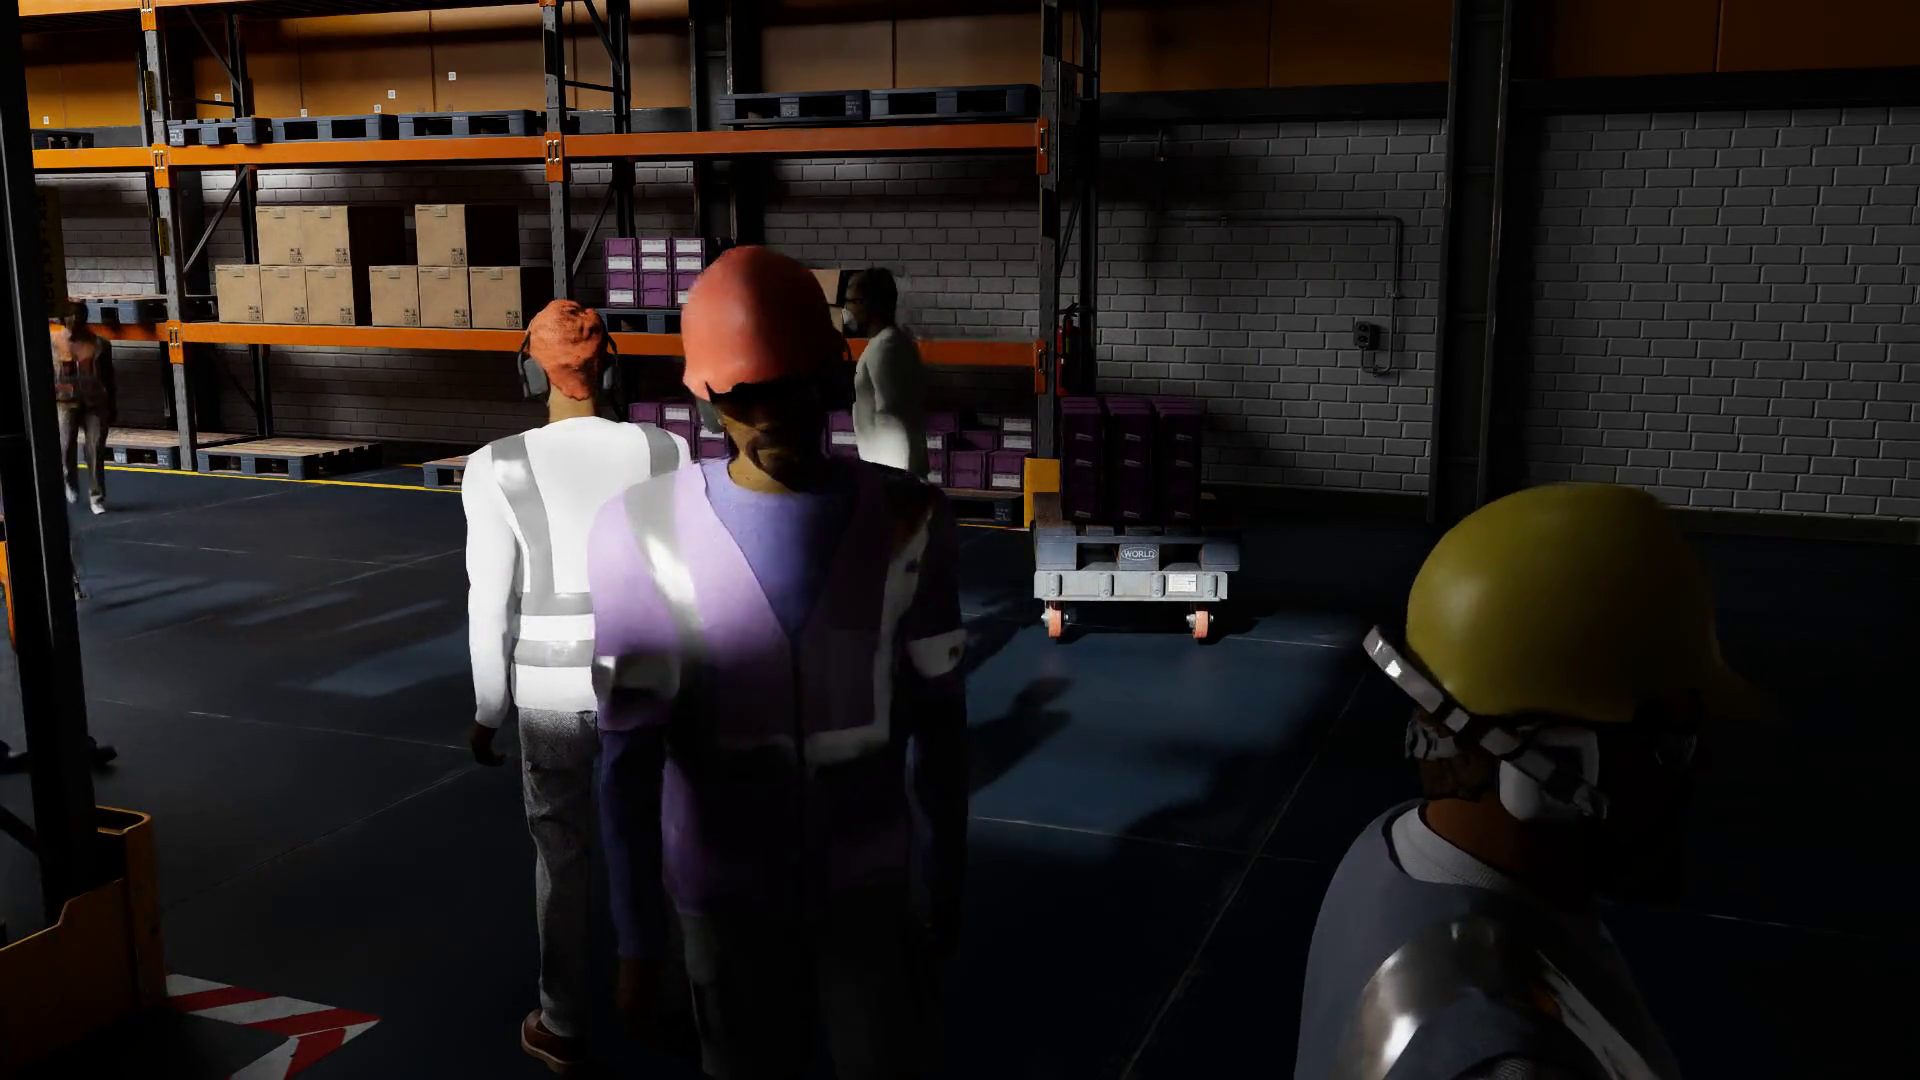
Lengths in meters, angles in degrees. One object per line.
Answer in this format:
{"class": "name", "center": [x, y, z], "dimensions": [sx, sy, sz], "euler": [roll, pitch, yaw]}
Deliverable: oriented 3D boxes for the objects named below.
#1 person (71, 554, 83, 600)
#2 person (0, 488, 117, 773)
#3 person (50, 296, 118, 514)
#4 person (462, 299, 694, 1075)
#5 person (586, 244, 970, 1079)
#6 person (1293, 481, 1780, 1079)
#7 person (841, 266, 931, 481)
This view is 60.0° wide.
{"class": "person", "center": [-5.434, -0.592, 9.197], "dimensions": [0.985, 1.947, 0.650], "euler": [-4, 11, -21]}
{"class": "person", "center": [-3.543, -0.034, 6.209], "dimensions": [0.750, 1.907, 0.566], "euler": [3, 11, 18]}
{"class": "person", "center": [-6.561, -1.000, 12.396], "dimensions": [0.527, 1.624, 0.410], "euler": [-6, 12, -32]}
{"class": "person", "center": [-0.907, 0.363, 4.065], "dimensions": [0.573, 1.887, 0.355], "euler": [-6, 12, -29]}
{"class": "person", "center": [-0.270, 0.545, 2.686], "dimensions": [0.618, 2.012, 0.451], "euler": [-2, 10, -13]}
{"class": "person", "center": [0.478, 0.858, 1.459], "dimensions": [0.404, 1.833, 0.589], "euler": [1, 10, 8]}
{"class": "person", "center": [-0.458, -0.246, 7.399], "dimensions": [0.911, 1.901, 0.660], "euler": [1, 10, 3]}
